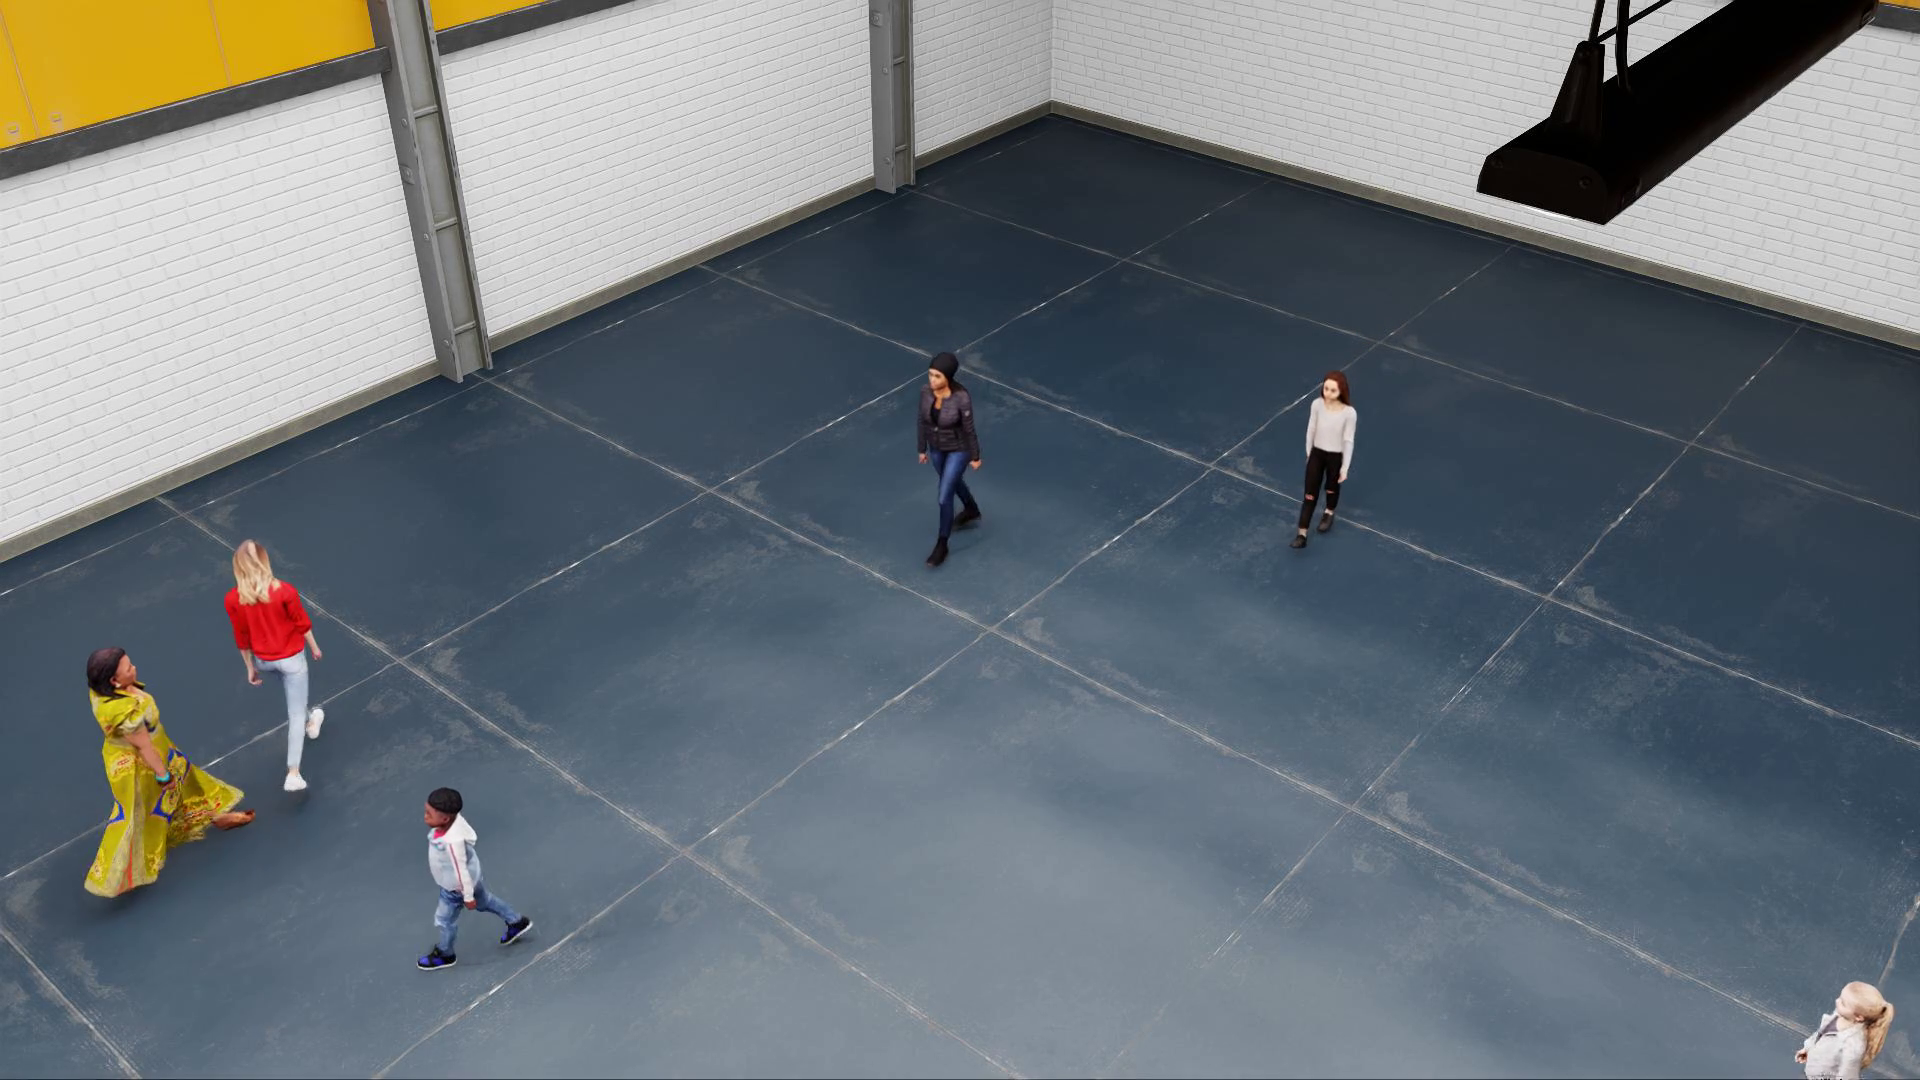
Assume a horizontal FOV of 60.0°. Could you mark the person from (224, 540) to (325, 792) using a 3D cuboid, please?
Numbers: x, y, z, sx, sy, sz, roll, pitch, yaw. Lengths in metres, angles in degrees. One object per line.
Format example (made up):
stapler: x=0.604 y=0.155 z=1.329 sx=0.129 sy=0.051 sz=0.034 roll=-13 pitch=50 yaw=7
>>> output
person: x=-4.265 y=0.808 z=10.432 sx=1.108 sy=1.669 sz=1.192 roll=-2 pitch=34 yaw=-2

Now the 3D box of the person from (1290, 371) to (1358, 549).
person: x=2.875 y=-0.655 z=12.835 sx=0.686 sy=1.445 sz=1.002 roll=16 pitch=37 yaw=22

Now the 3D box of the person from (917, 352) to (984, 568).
person: x=-0.037 y=-0.677 z=12.639 sx=0.656 sy=1.699 sz=1.013 roll=23 pitch=40 yaw=31

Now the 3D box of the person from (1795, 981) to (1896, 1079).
person: x=4.279 y=2.630 z=8.059 sx=0.654 sy=1.262 sz=0.603 roll=14 pitch=36 yaw=20

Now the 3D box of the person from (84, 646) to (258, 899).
person: x=-4.829 y=1.367 z=9.652 sx=1.340 sy=1.601 sz=0.977 roll=-22 pitch=39 yaw=-29

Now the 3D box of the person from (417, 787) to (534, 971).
person: x=-2.728 y=1.851 z=9.245 sx=0.932 sy=1.245 sz=0.777 roll=-9 pitch=35 yaw=-14
